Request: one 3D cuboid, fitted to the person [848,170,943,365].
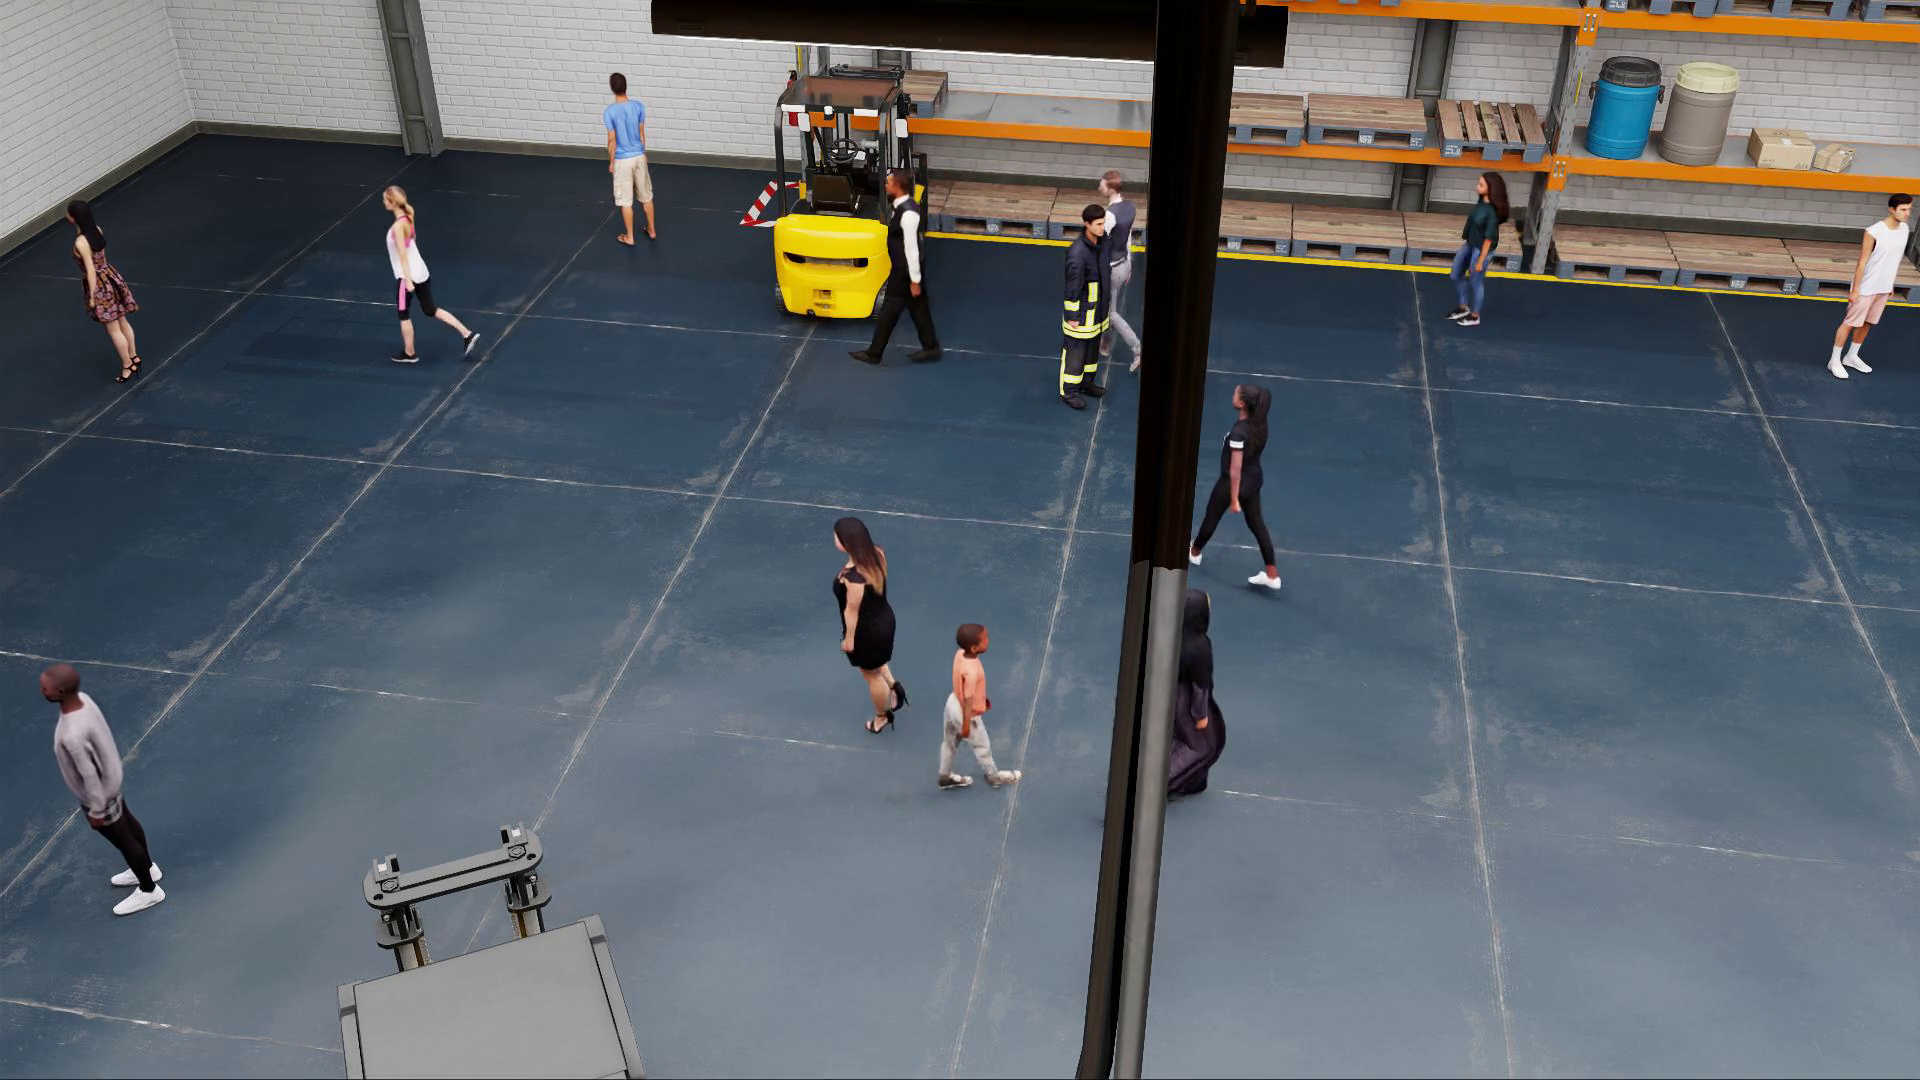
[{"bbox_3d":[-0.395,-2.526,15.593,1.211,1.882,0.900,-4,34,-6],"label":"person"}]

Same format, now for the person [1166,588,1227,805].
[{"bbox_3d":[1.370,1.014,10.519,0.931,1.602,0.817,-11,35,-15],"label":"person"}]

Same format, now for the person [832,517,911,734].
[{"bbox_3d":[-0.523,0.604,11.051,0.683,1.697,0.640,7,34,10],"label":"person"}]

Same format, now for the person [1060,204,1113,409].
[{"bbox_3d":[1.136,-2.129,14.956,0.879,1.925,0.897,24,41,32],"label":"person"}]

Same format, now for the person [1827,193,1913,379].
[{"bbox_3d":[8.484,-2.389,15.471,0.684,1.788,0.792,-12,35,-17],"label":"person"}]

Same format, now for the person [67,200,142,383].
[{"bbox_3d":[-7.910,-2.299,15.348,0.752,1.774,0.736,-3,34,-4],"label":"person"}]

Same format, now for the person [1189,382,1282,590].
[{"bbox_3d":[2.189,-0.371,12.535,1.273,1.677,1.010,23,40,31],"label":"person"}]

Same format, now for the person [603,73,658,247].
[{"bbox_3d":[-3.580,-4.129,18.021,0.738,1.864,0.789,-23,40,-30],"label":"person"}]

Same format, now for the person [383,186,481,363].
[{"bbox_3d":[-5.034,-2.463,15.608,1.137,1.760,0.731,1,34,2],"label":"person"}]

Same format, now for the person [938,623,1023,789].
[{"bbox_3d":[-0.033,1.094,10.681,0.837,1.290,0.660,-7,34,-11],"label":"person"}]

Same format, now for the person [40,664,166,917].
[{"bbox_3d":[-5.017,1.437,9.730,0.703,1.771,0.693,-13,36,-18],"label":"person"}]

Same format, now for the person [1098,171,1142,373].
[{"bbox_3d":[1.491,-2.486,15.501,1.174,1.916,0.932,22,39,29],"label":"person"}]

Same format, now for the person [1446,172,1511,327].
[{"bbox_3d":[5.166,-2.843,16.319,0.707,1.607,0.679,-4,34,-6],"label":"person"}]
